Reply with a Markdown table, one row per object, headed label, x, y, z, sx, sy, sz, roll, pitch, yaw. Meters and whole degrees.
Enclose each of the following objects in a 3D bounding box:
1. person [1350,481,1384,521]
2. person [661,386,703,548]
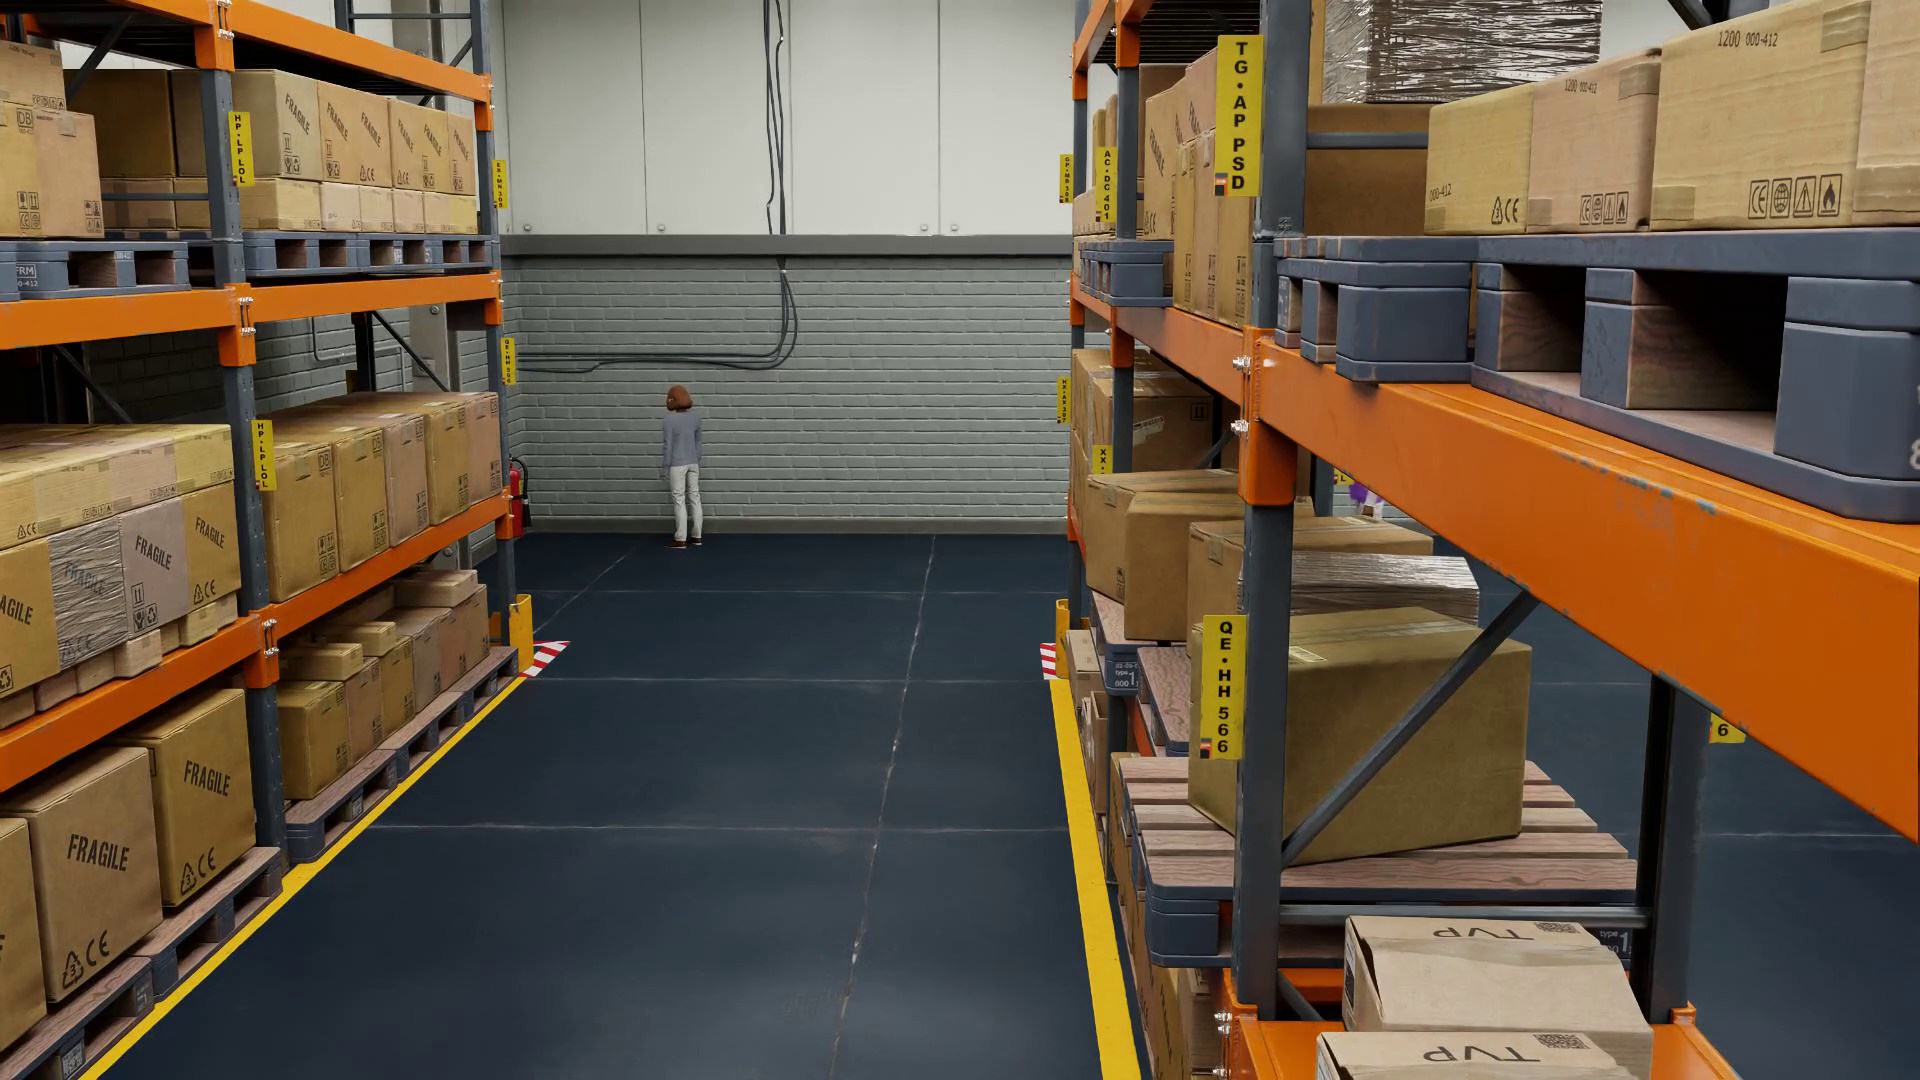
| label | x | y | z | sx | sy | sz | roll | pitch | yaw |
| --- | --- | --- | --- | --- | --- | --- | --- | --- | --- |
| person | 3.359 | -0.377 | 13.836 | 0.379 | 1.937 | 0.548 | 1 | 10 | 6 |
| person | -2.788 | -0.732 | 16.685 | 0.286 | 1.635 | 0.497 | 8 | 13 | 38 |
